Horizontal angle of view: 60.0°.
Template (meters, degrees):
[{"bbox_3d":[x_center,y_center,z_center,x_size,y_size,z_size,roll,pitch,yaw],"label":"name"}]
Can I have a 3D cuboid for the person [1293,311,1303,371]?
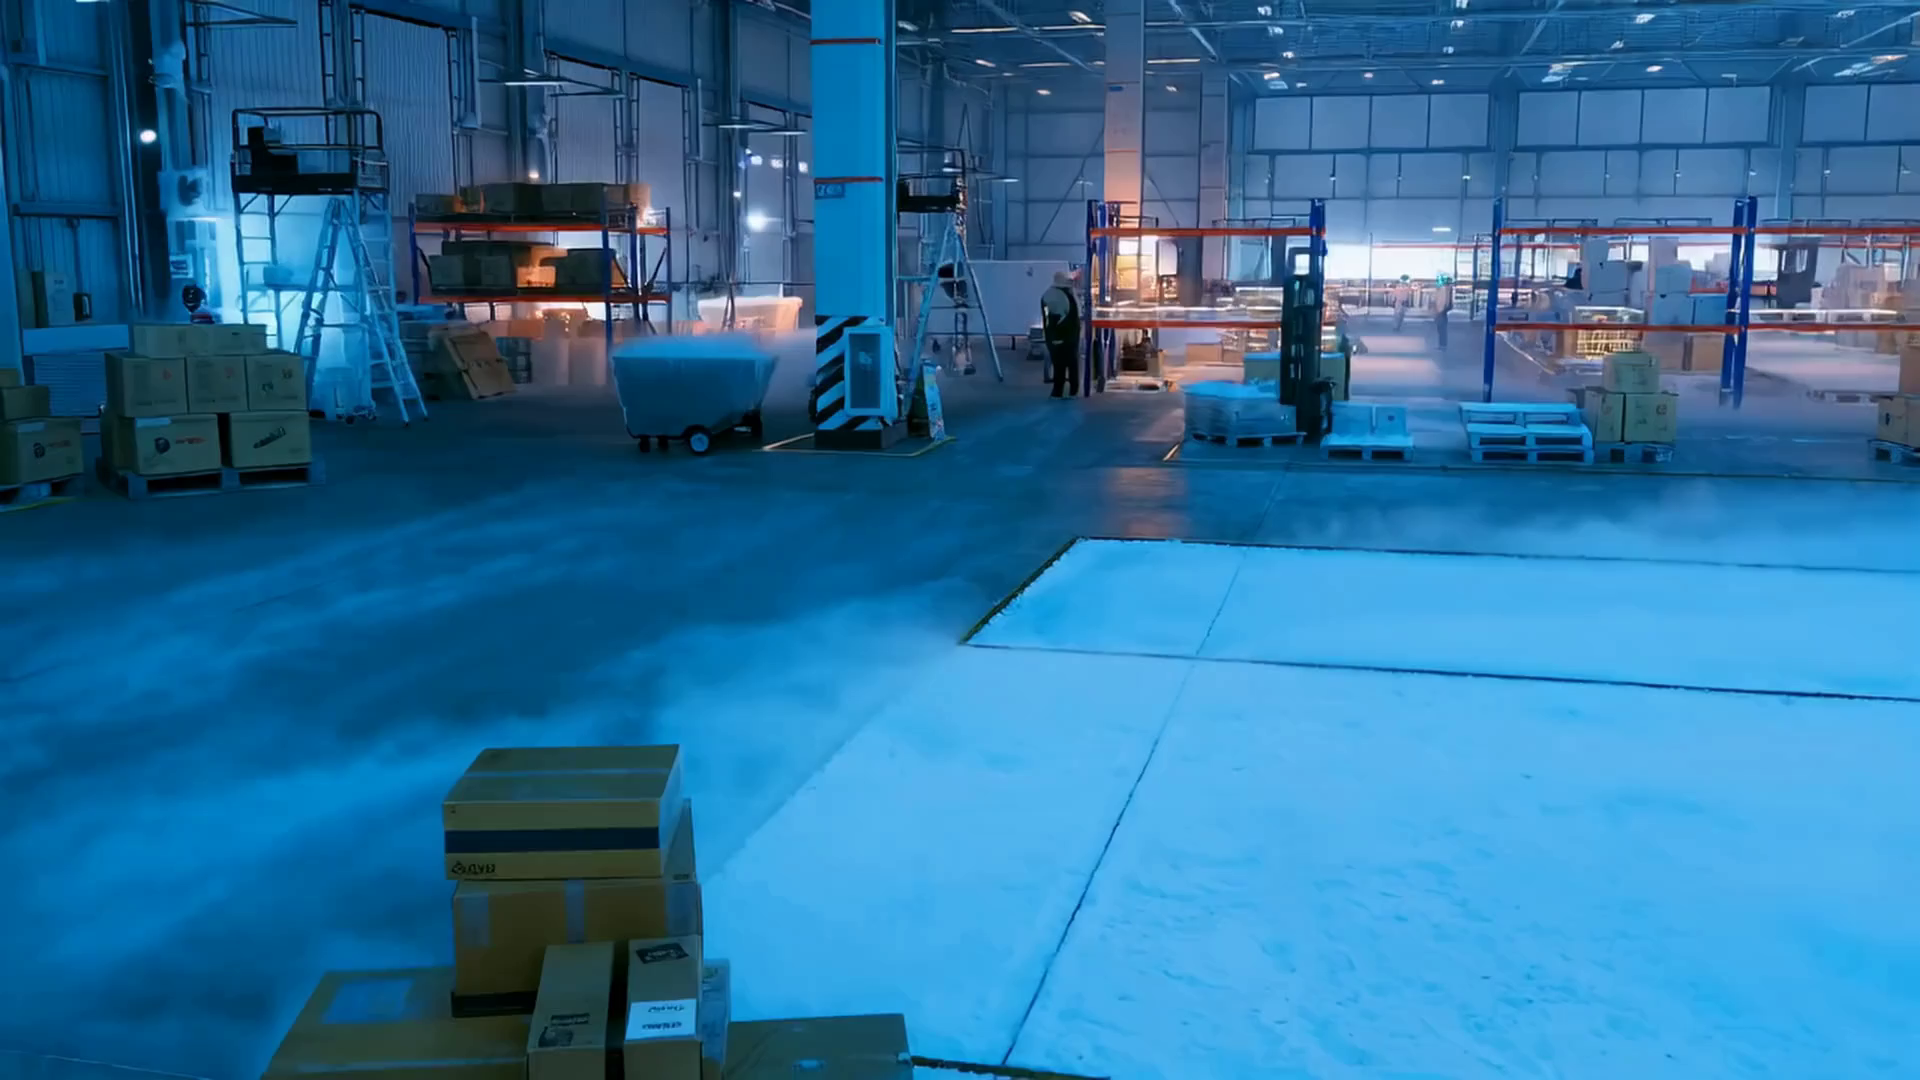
[{"bbox_3d":[6.616,-4.097,31.901,0.335,1.734,0.501,6,11,33],"label":"person"}]

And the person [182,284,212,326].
[{"bbox_3d":[-8.817,-2.019,19.258,0.328,1.874,0.512,-1,10,-6],"label":"person"}]

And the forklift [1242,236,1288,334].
[{"bbox_3d":[8.450,-6.728,44.019,1.873,2.768,1.129,2,10,14],"label":"forklift"}]

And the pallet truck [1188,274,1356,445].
[{"bbox_3d":[3.653,-2.138,19.590,1.885,1.965,0.823,-4,10,-20],"label":"pallet truck"}]

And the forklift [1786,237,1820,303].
[{"bbox_3d":[26.782,-8.250,52.978,1.873,2.768,1.129,-5,11,-26],"label":"forklift"}]

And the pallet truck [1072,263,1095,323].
[{"bbox_3d":[4.325,-8.180,55.162,0.823,1.965,1.885,6,11,31],"label":"pallet truck"}]

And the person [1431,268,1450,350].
[{"bbox_3d":[11.347,-5.447,39.278,0.384,1.924,0.593,7,12,35],"label":"person"}]

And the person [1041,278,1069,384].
[{"bbox_3d":[1.696,-3.648,28.682,0.631,1.931,0.365,5,11,26],"label":"person"}]

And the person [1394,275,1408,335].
[{"bbox_3d":[12.451,-6.632,46.931,0.317,1.695,0.540,9,13,42],"label":"person"}]

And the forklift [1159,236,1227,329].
[{"bbox_3d":[7.088,-7.818,50.436,1.873,2.768,1.129,-2,10,-12],"label":"forklift"}]

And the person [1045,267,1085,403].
[{"bbox_3d":[1.517,-3.081,25.015,0.678,2.000,0.536,-8,12,-39],"label":"person"}]
